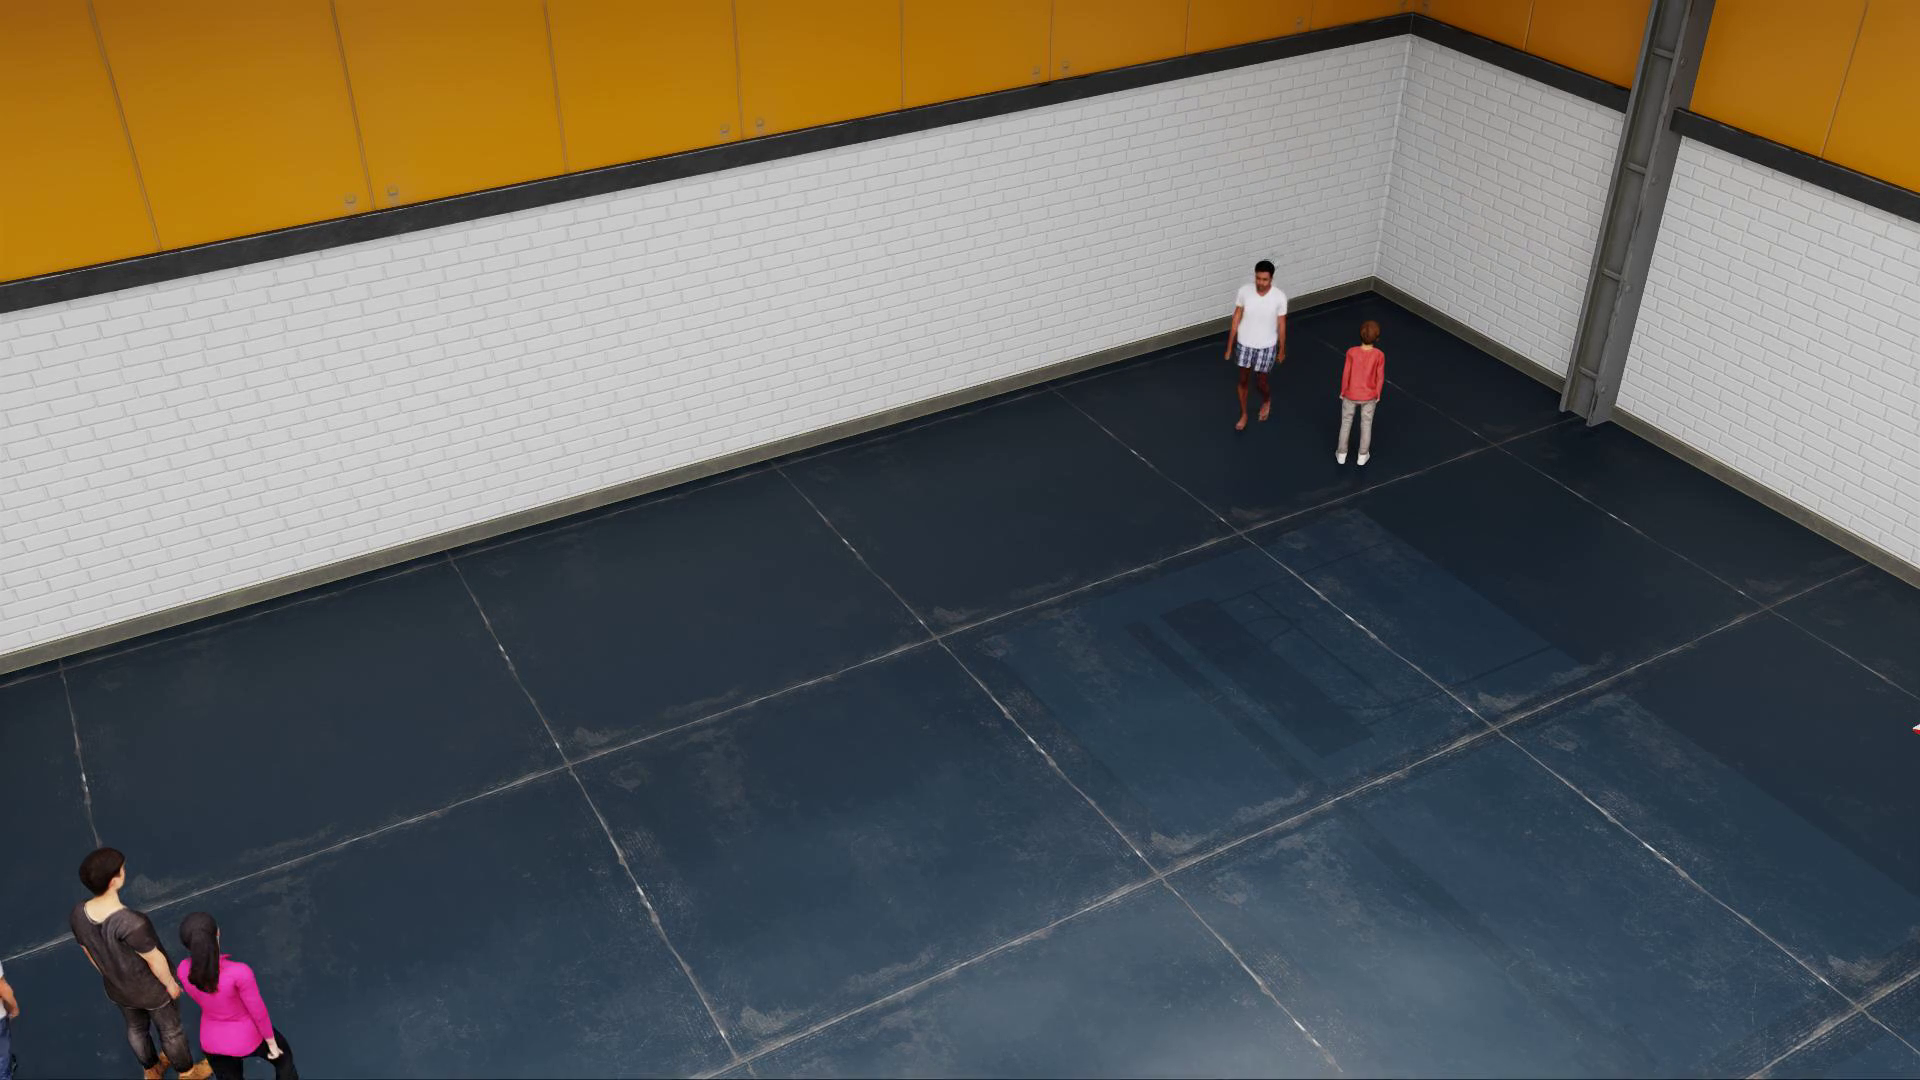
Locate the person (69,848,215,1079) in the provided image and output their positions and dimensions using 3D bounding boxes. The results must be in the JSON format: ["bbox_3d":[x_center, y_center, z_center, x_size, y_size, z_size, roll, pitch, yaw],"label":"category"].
[{"bbox_3d":[-4.509,2.382,9.098,0.703,1.710,0.762,8,35,12],"label":"person"}]

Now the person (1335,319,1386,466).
[{"bbox_3d":[3.599,-1.324,14.940,0.590,1.416,0.653,9,35,13],"label":"person"}]

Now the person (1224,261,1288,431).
[{"bbox_3d":[2.791,-1.848,15.462,0.793,1.710,0.876,18,37,25],"label":"person"}]

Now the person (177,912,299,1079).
[{"bbox_3d":[-3.818,2.679,8.684,0.811,1.674,0.900,2,34,2],"label":"person"}]
